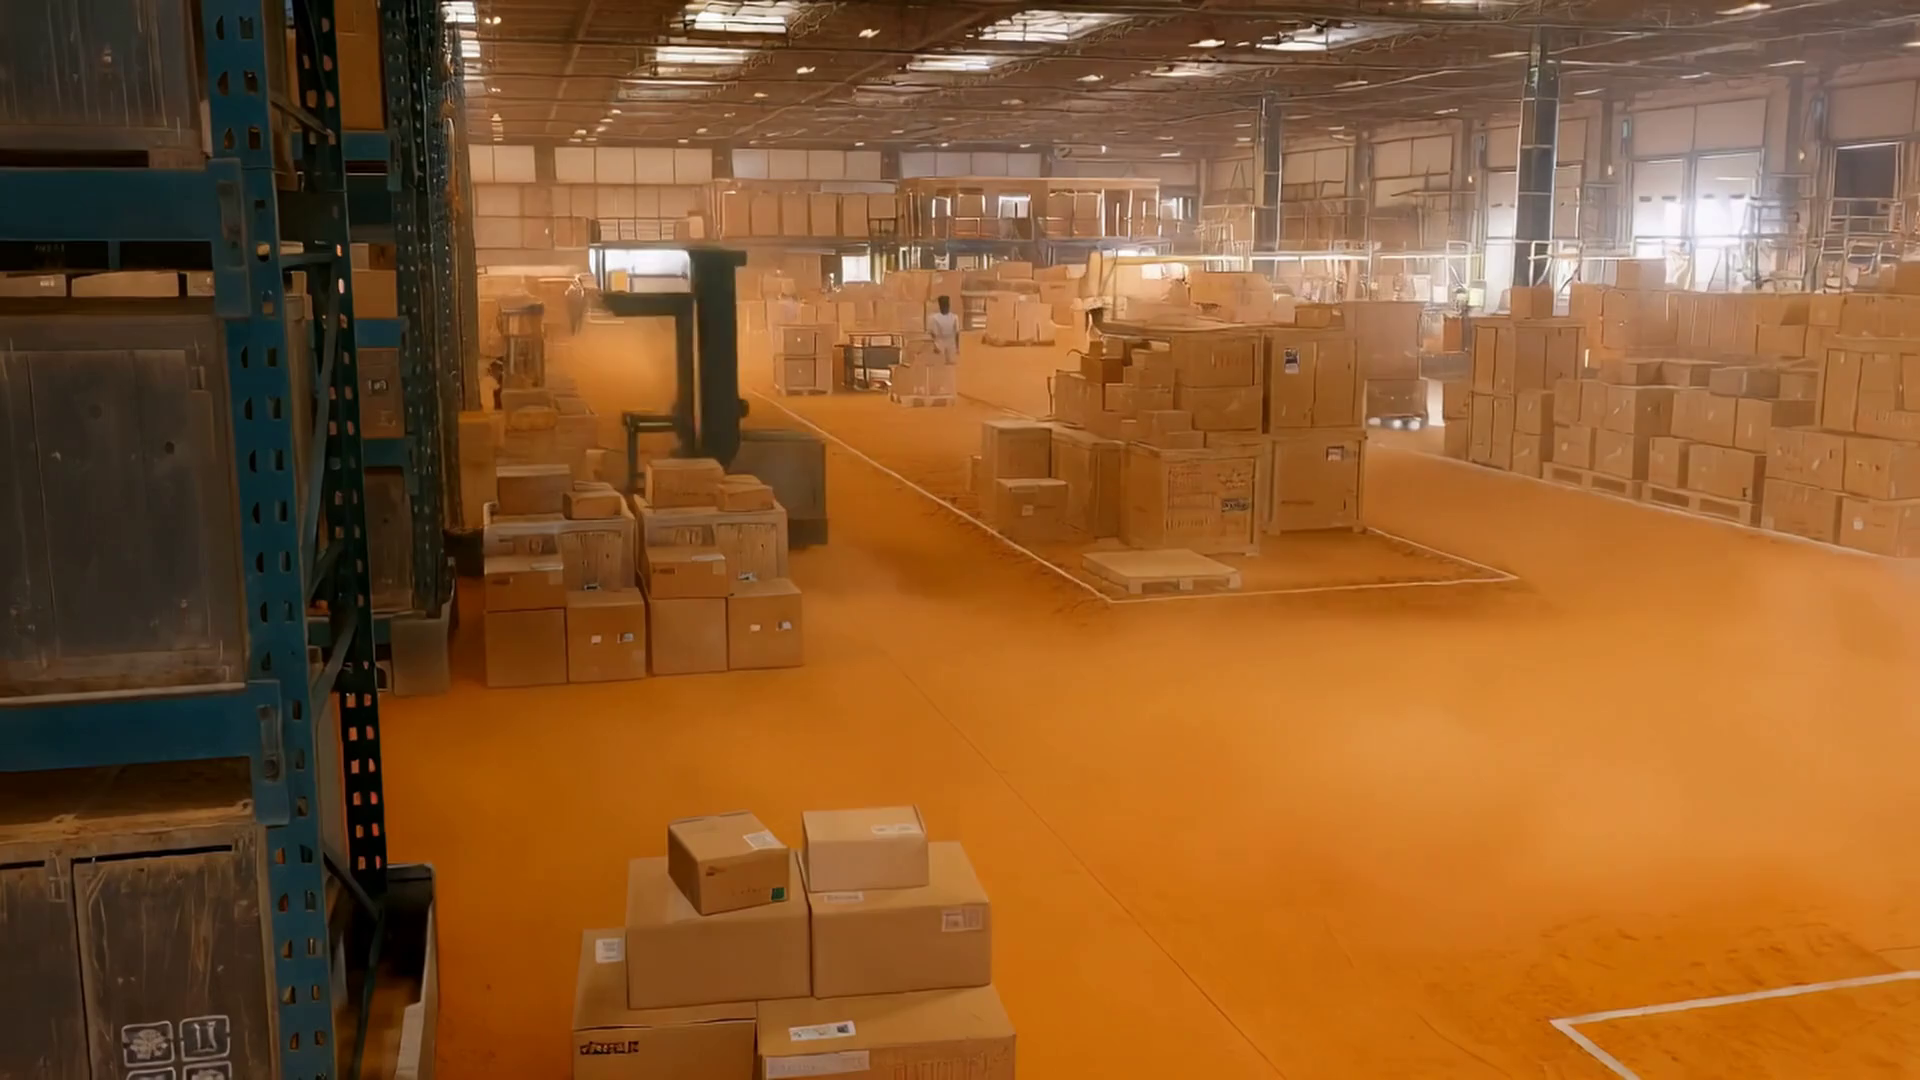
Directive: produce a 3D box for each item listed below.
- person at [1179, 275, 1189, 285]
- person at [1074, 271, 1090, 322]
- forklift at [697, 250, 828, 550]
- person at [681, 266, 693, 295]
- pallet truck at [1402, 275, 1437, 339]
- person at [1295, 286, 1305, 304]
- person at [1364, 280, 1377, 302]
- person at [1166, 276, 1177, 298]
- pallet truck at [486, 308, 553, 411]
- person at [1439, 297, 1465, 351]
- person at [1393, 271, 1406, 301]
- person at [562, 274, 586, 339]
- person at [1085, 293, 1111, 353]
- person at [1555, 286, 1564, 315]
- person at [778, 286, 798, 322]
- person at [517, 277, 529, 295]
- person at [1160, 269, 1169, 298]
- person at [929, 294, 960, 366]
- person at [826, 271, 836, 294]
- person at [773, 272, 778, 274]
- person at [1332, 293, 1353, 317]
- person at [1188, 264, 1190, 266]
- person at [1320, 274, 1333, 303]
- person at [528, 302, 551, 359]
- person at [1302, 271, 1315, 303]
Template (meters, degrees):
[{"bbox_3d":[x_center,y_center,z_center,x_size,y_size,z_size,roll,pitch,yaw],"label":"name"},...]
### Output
[{"bbox_3d":[7.612,-8.080,56.707,0.590,1.904,0.634,3,10,15],"label":"person"},{"bbox_3d":[4.581,-9.203,62.941,1.025,1.938,0.638,9,14,43],"label":"person"},{"bbox_3d":[-2.252,-1.330,15.705,1.873,2.768,1.129,-2,10,-12],"label":"forklift"},{"bbox_3d":[-14.489,-13.591,88.034,0.612,1.849,0.868,-4,11,-20],"label":"person"},{"bbox_3d":[14.620,-7.324,52.145,0.823,1.965,1.885,8,13,40],"label":"pallet truck"},{"bbox_3d":[9.671,-6.325,47.238,0.444,1.774,0.536,1,10,7],"label":"person"},{"bbox_3d":[14.304,-8.203,57.872,0.492,1.730,0.515,-3,11,-19],"label":"person"},{"bbox_3d":[7.495,-8.453,59.033,0.604,1.826,0.631,7,12,36],"label":"person"},{"bbox_3d":[-6.242,-2.418,24.362,0.823,1.965,1.885,1,10,3],"label":"pallet truck"},{"bbox_3d":[10.042,-4.037,33.970,0.508,1.841,0.332,1,10,3],"label":"person"},{"bbox_3d":[18.194,-10.225,68.939,0.546,1.881,1.041,3,11,19],"label":"person"},{"bbox_3d":[-12.004,-7.255,51.632,0.709,2.000,0.915,-1,10,-4],"label":"person"},{"bbox_3d":[2.924,-4.284,35.262,0.536,1.897,0.921,1,10,6],"label":"person"},{"bbox_3d":[17.639,-6.630,49.057,0.321,1.699,0.536,-1,10,-4],"label":"person"},{"bbox_3d":[-4.080,-5.141,40.011,0.566,1.911,0.702,-7,12,-34],"label":"person"},{"bbox_3d":[-15.264,-8.287,58.127,1.014,1.821,0.536,6,11,29],"label":"person"},{"bbox_3d":[8.671,-10.518,70.472,0.459,1.920,0.643,-2,10,-9],"label":"person"},{"bbox_3d":[-0.302,-3.752,32.033,0.642,1.950,0.469,-4,11,-22],"label":"person"},{"bbox_3d":[-4.437,-8.286,57.508,0.417,2.034,0.603,1,10,3],"label":"person"},{"bbox_3d":[-7.264,-9.611,65.499,0.506,1.861,0.333,8,13,38],"label":"person"},{"bbox_3d":[7.990,-4.192,34.702,0.460,1.899,0.589,-7,12,-36],"label":"person"},{"bbox_3d":[11.580,-13.047,84.559,0.613,1.994,0.381,-7,12,-34],"label":"person"},{"bbox_3d":[13.149,-8.549,59.374,0.595,1.903,0.806,-5,11,-27],"label":"person"},{"bbox_3d":[-8.904,-4.204,35.359,0.554,1.672,0.601,9,14,42],"label":"person"},{"bbox_3d":[13.234,-9.266,63.280,0.617,1.946,0.397,-8,13,-37],"label":"person"}]
